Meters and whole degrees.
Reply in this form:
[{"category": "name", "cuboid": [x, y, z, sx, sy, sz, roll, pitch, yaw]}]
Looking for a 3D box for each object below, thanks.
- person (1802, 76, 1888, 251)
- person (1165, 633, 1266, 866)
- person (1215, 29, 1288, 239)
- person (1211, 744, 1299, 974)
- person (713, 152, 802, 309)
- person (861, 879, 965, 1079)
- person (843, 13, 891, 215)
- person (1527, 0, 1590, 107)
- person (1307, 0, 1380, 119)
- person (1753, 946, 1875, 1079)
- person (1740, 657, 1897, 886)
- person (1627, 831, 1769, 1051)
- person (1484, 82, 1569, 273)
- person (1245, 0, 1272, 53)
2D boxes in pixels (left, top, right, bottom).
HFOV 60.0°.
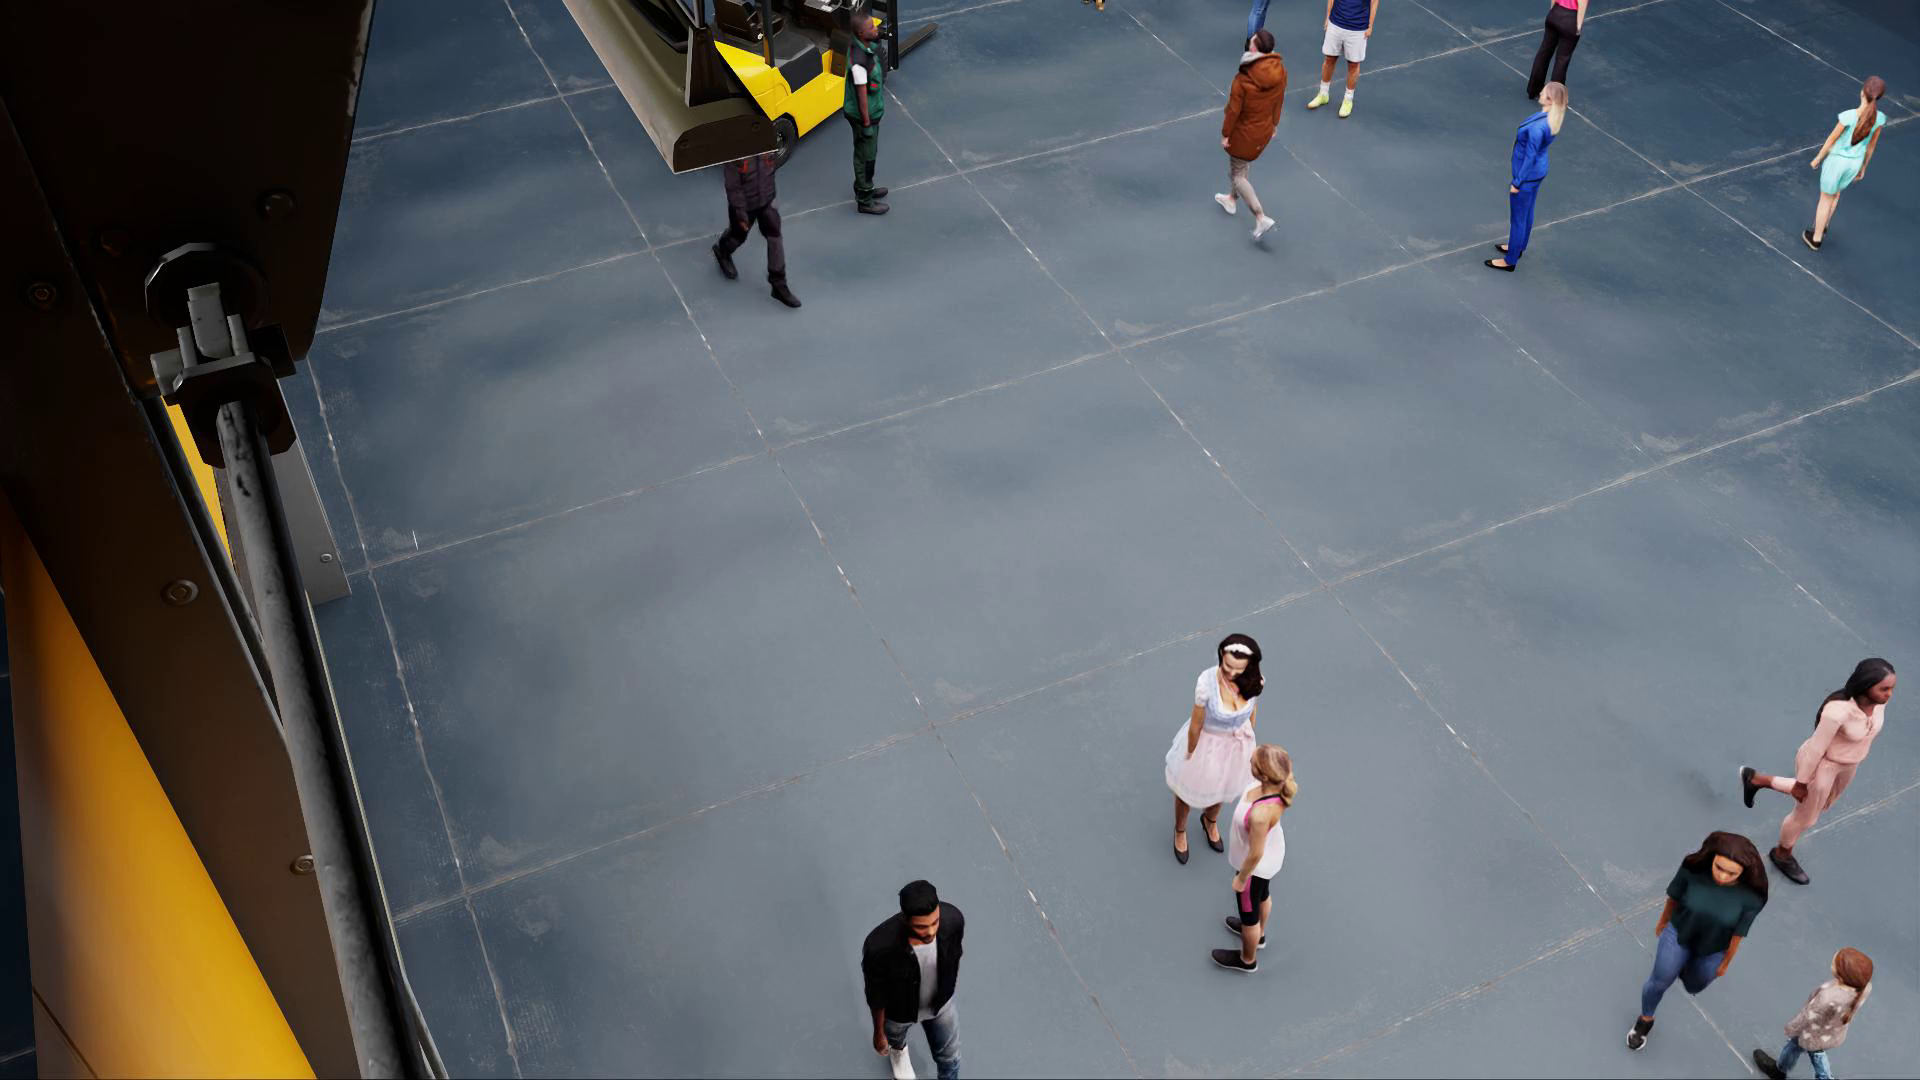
[{"category": "person", "cuboid": [7.520, -3.157, 14.113, 0.669, 1.546, 0.721, -2, 44, -2]}, {"category": "person", "cuboid": [1.445, 1.167, 9.380, 0.739, 1.814, 0.759, -11, 45, -11]}, {"category": "person", "cuboid": [2.521, -3.445, 14.223, 0.800, 1.810, 1.132, -23, 48, -23]}, {"category": "person", "cuboid": [1.594, 1.697, 8.844, 0.717, 1.786, 0.690, 20, 47, 20]}, {"category": "person", "cuboid": [-1.769, -2.821, 13.575, 0.891, 1.803, 1.306, -29, 51, -27]}, {"category": "person", "cuboid": [-0.272, 2.183, 8.335, 0.732, 1.785, 0.898, -14, 45, -14]}, {"category": "person", "cuboid": [-0.832, -3.728, 14.499, 0.829, 1.840, 0.683, -2, 44, -2]}, {"category": "person", "cuboid": [5.791, -4.953, 15.916, 0.641, 1.660, 0.457, -20, 47, -19]}, {"category": "person", "cuboid": [3.688, -4.914, 15.746, 0.672, 1.838, 0.776, 23, 48, 22]}, {"category": "person", "cuboid": [4.404, 2.507, 8.433, 0.529, 1.179, 0.708, -13, 45, -14]}, {"category": "person", "cuboid": [4.814, 1.228, 9.392, 0.623, 1.708, 0.904, -19, 47, -19]}, {"category": "person", "cuboid": [3.851, 2.020, 8.640, 0.933, 1.599, 0.911, 25, 49, 24]}, {"category": "person", "cuboid": [4.767, -3.043, 13.881, 0.725, 1.701, 0.705, 24, 48, 23]}, {"category": "person", "cuboid": [3.080, -5.688, 16.705, 0.698, 1.636, 0.679, 22, 48, 21]}]
